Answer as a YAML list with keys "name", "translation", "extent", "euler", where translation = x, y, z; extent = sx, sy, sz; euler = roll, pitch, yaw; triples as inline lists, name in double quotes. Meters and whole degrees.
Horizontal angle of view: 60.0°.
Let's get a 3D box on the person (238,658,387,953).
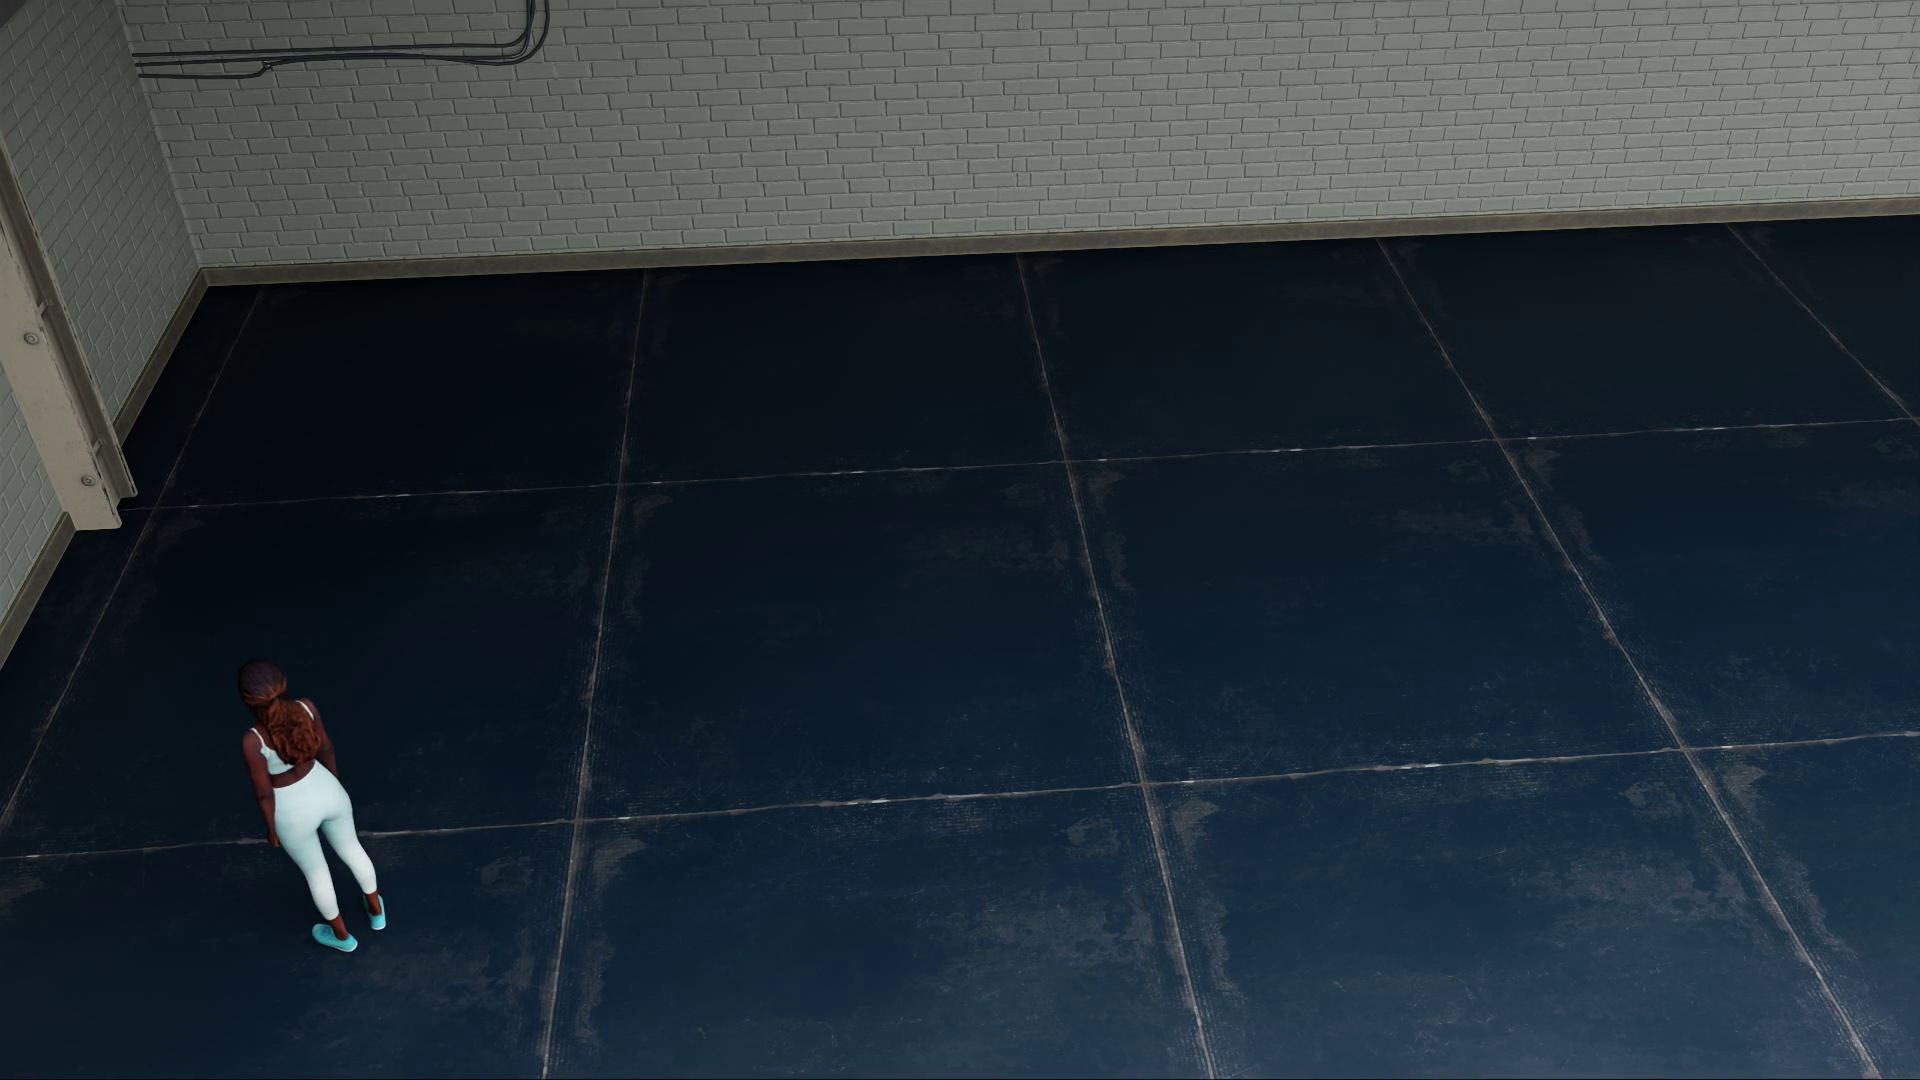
- name: "person"
  translation: [-2.989, 1.225, 7.616]
  extent: [0.713, 1.723, 0.647]
  euler: [25, 45, 29]
